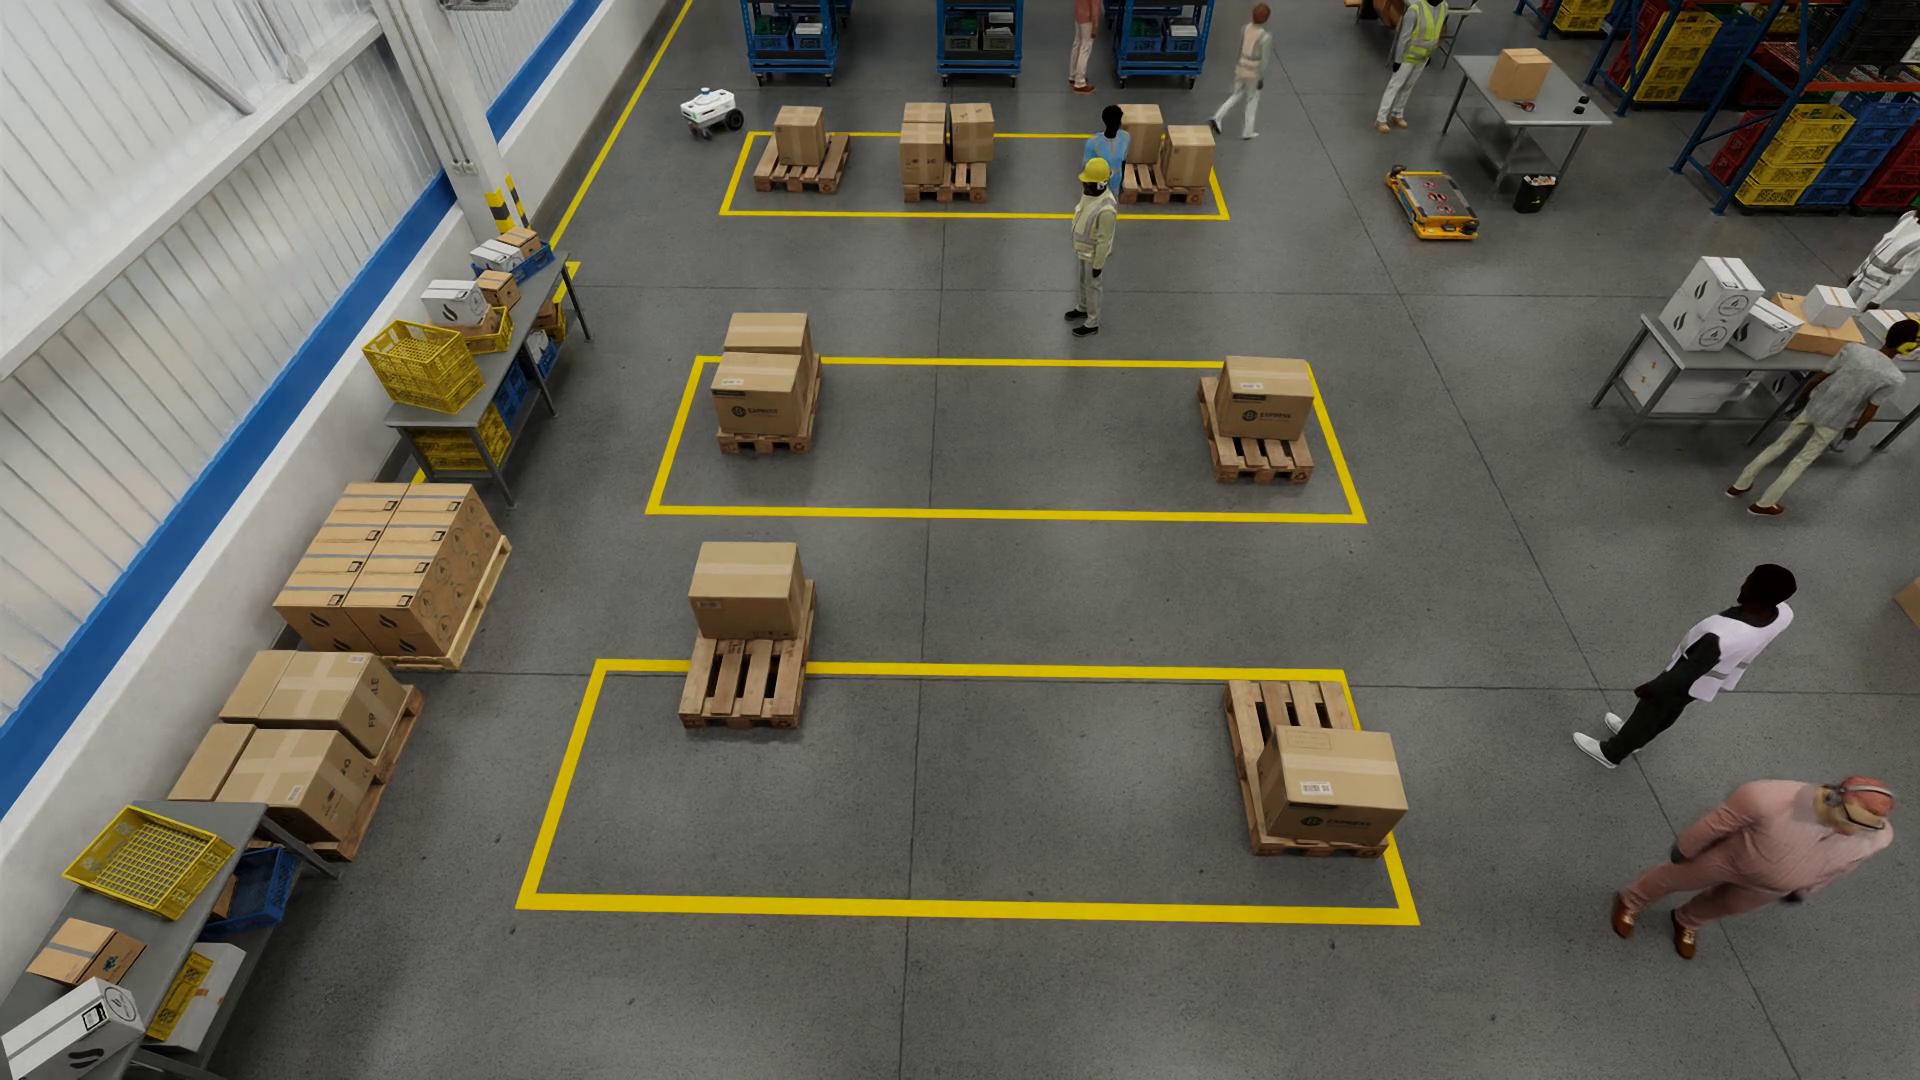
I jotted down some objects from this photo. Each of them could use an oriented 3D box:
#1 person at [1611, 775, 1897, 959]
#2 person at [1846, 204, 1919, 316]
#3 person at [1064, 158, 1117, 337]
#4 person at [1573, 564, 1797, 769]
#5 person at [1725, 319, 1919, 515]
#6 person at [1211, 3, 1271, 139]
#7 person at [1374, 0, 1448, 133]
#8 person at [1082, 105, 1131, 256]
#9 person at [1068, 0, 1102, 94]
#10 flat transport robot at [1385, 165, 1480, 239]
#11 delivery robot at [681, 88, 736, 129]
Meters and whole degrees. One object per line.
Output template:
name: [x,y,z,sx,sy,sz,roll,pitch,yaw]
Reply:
person: [4.246,1.755,4.931,0.654,1.900,0.397,17,51,14]
person: [8.486,-2.380,8.522,0.352,1.879,0.568,11,50,9]
person: [1.277,-2.857,8.969,0.403,1.823,0.596,-8,50,-7]
person: [4.549,0.839,5.711,0.587,1.914,0.391,-19,52,-16]
person: [6.887,-0.963,7.302,0.319,1.865,0.521,-12,50,-11]
person: [3.687,-6.017,11.844,0.598,1.618,0.594,-20,52,-16]
person: [5.913,-6.291,11.928,0.634,1.842,0.429,-20,52,-17]
person: [1.551,-3.846,9.907,0.540,1.695,0.317,-17,51,-14]
person: [1.781,-7.228,12.653,0.413,1.982,0.621,-13,50,-11]
flat transport robot: [5.692,-4.094,11.059,0.652,0.197,1.431,1,49,1]
delivery robot: [-3.370,-5.802,12.291,0.477,0.478,0.707,36,58,27]
